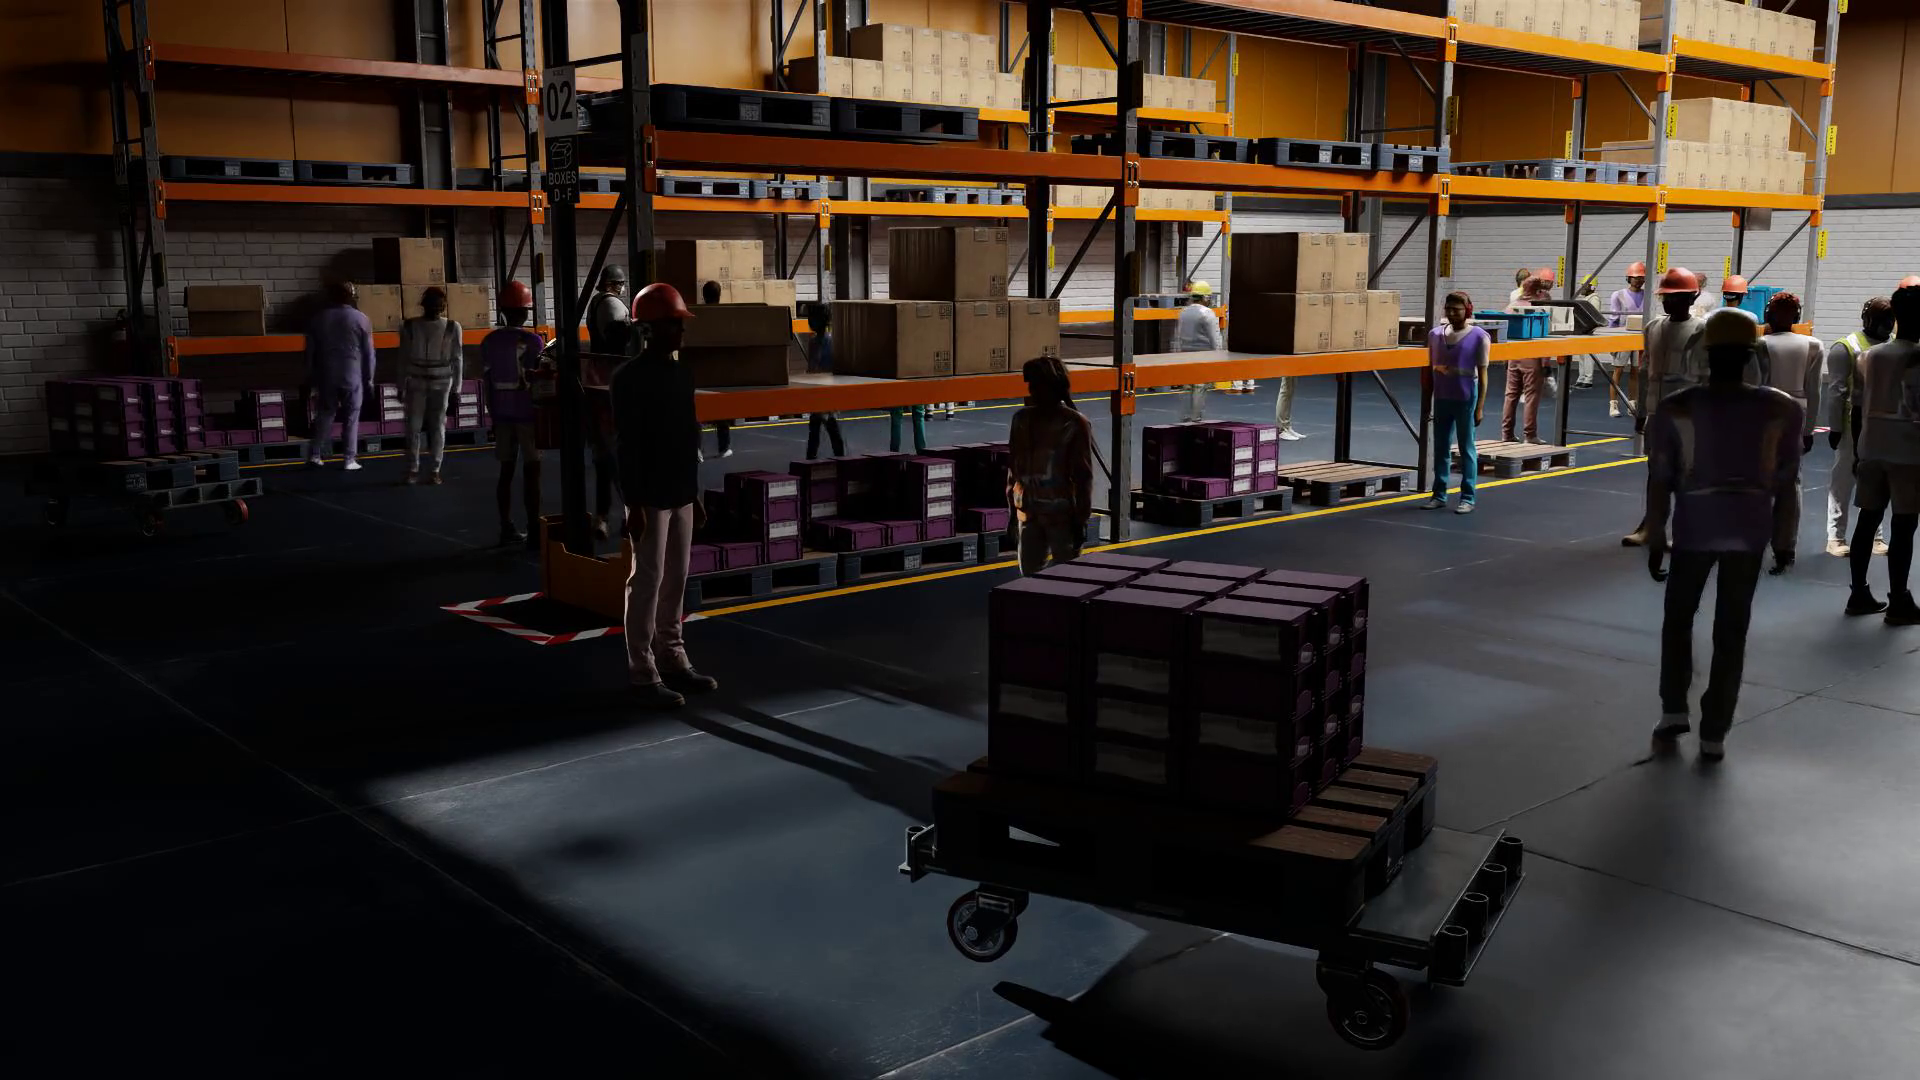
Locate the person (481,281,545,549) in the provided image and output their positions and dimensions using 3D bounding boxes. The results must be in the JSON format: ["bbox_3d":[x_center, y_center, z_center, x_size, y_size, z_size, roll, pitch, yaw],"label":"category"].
[{"bbox_3d":[-3.203,-0.905,12.125,0.551,1.941,0.342,4,11,24],"label":"person"}]

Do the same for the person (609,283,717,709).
[{"bbox_3d":[-1.413,-0.213,7.917,0.375,1.997,0.612,4,10,21],"label":"person"}]

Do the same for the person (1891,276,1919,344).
[{"bbox_3d":[8.770,-1.473,15.448,0.551,1.942,0.340,4,10,22],"label":"person"}]

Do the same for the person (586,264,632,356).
[{"bbox_3d":[-3.836,-2.054,18.563,0.535,2.000,0.687,-7,12,-37],"label":"person"}]

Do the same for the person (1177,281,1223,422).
[{"bbox_3d":[2.998,-2.211,20.161,0.641,1.814,0.659,-6,12,-33],"label":"person"}]

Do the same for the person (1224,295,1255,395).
[{"bbox_3d":[4.325,-3.183,25.501,0.628,1.932,0.361,-7,12,-37],"label":"person"}]

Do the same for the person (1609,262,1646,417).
[{"bbox_3d":[8.876,-2.634,21.950,0.608,2.045,0.392,0,10,-2],"label":"person"}]

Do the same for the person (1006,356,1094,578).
[{"bbox_3d":[0.437,-0.095,8.270,0.522,1.638,0.310,9,13,43],"label":"person"}]

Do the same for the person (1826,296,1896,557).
[{"bbox_3d":[6.452,-0.798,11.794,0.633,1.842,0.429,-2,10,-10],"label":"person"}]

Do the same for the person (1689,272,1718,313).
[{"bbox_3d":[10.962,-3.026,24.707,0.813,1.879,0.667,-9,13,-44],"label":"person"}]

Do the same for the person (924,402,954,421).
[{"bbox_3d":[-0.299,-2.440,21.456,0.591,1.825,0.404,-2,10,-9],"label":"person"}]

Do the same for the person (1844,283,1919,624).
[{"bbox_3d":[5.454,-0.500,9.683,0.369,1.967,0.601,-3,10,-17],"label":"person"}]

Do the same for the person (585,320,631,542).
[{"bbox_3d":[-2.541,-0.807,12.391,0.542,1.640,0.891,0,10,-2],"label":"person"}]

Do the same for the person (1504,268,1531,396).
[{"bbox_3d":[8.505,-3.127,25.152,0.633,1.936,0.355,-7,12,-35],"label":"person"}]

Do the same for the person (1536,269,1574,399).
[{"bbox_3d":[8.743,-3.083,24.917,1.036,1.921,0.627,7,12,36],"label":"person"}]

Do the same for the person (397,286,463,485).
[{"bbox_3d":[-4.899,-1.420,15.410,0.620,1.852,0.449,-1,10,-6],"label":"person"}]

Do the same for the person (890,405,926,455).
[{"bbox_3d":[-0.542,-1.642,16.966,0.523,1.766,0.315,0,10,3],"label":"person"}]

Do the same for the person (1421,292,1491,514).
[{"bbox_3d":[4.125,-1.136,13.806,0.388,1.837,0.565,-8,13,-39],"label":"person"}]

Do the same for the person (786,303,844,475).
[{"bbox_3d":[-1.405,-1.402,15.802,0.753,1.667,0.556,-4,11,-23],"label":"person"}]

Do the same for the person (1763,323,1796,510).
[{"bbox_3d":[6.589,-0.992,13.520,0.310,1.638,0.522,-3,10,-16],"label":"person"}]

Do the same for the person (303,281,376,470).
[{"bbox_3d":[-6.159,-1.621,16.570,0.735,1.878,0.422,0,10,2],"label":"person"}]

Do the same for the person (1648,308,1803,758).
[{"bbox_3d":[3.245,-0.029,7.119,0.594,1.905,0.516,3,10,19],"label":"person"}]

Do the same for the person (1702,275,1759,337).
[{"bbox_3d":[7.634,-1.658,16.545,0.552,1.936,0.359,8,12,39],"label":"person"}]

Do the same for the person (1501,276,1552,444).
[{"bbox_3d":[6.447,-2.030,18.855,0.395,1.900,0.646,-6,11,-32],"label":"person"}]

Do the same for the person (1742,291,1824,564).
[{"bbox_3d":[5.616,-0.763,11.471,0.572,1.883,0.356,0,10,1],"label":"person"}]

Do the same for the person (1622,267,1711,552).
[{"bbox_3d":[5.131,-0.933,11.990,0.394,2.044,0.609,-5,11,-29],"label":"person"}]

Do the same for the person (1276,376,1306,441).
[{"bbox_3d":[3.844,-2.079,19.242,0.329,1.861,0.509,5,11,28],"label":"person"}]

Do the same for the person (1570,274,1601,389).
[{"bbox_3d":[10.025,-3.333,26.646,0.404,1.837,0.596,0,10,3],"label":"person"}]

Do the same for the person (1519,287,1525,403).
[{"bbox_3d":[8.212,-2.870,24.266,0.494,1.719,0.673,-1,10,-8],"label":"person"}]

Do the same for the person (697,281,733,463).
[{"bbox_3d":[-2.614,-1.747,17.264,0.609,1.881,0.961,1,10,6],"label":"person"}]
